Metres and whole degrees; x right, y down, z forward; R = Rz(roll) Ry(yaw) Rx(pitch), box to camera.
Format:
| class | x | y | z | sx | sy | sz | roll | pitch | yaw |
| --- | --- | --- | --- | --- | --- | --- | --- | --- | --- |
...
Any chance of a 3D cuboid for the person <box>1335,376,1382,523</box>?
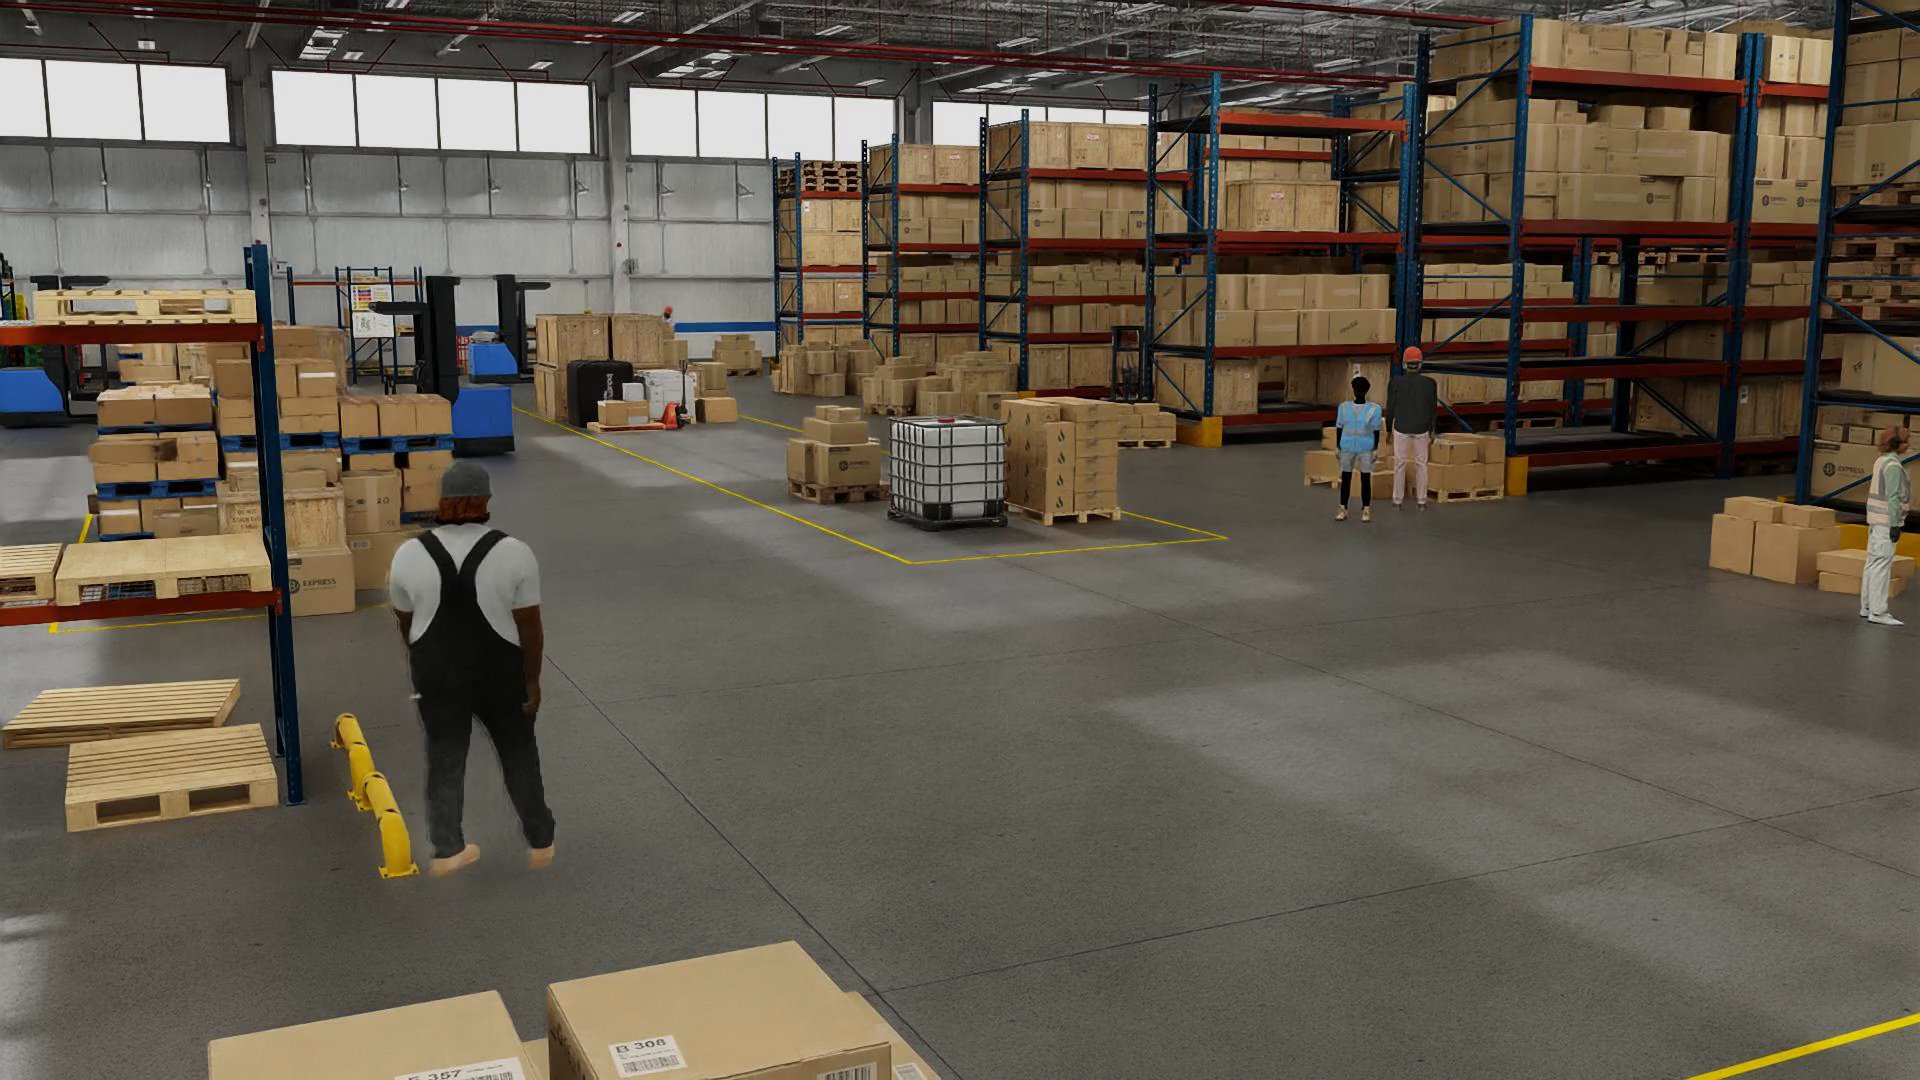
| class | x | y | z | sx | sy | sz | roll | pitch | yaw |
| --- | --- | --- | --- | --- | --- | --- | --- | --- | --- |
| person | 4.595 | -1.046 | 19.249 | 0.543 | 1.695 | 0.319 | 4 | 10 | 22 |

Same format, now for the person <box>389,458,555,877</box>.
| class | x | y | z | sx | sy | sz | roll | pitch | yaw |
| --- | --- | --- | --- | --- | --- | --- | --- | --- | --- |
| person | -2.320 | 0.605 | 7.931 | 0.697 | 2.000 | 0.537 | -1 | 9 | -6 |

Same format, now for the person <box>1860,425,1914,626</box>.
| class | x | y | z | sx | sy | sz | roll | pitch | yaw |
| --- | --- | --- | --- | --- | --- | --- | --- | --- | --- |
| person | 7.633 | -0.125 | 13.701 | 0.308 | 1.641 | 0.517 | 3 | 10 | 16 |

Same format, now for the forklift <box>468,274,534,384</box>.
| class | x | y | z | sx | sy | sz | roll | pitch | yaw |
| --- | --- | --- | --- | --- | --- | --- | --- | --- | --- |
| forklift | -11.526 | -5.356 | 42.315 | 1.873 | 2.768 | 1.129 | -4 | 10 | -25 |

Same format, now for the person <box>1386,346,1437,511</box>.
| class | x | y | z | sx | sy | sz | roll | pitch | yaw |
| --- | --- | --- | --- | --- | --- | --- | --- | --- | --- |
| person | 5.450 | -1.335 | 20.104 | 0.608 | 1.997 | 0.374 | 1 | 9 | 8 |

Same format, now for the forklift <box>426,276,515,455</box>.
| class | x | y | z | sx | sy | sz | roll | pitch | yaw |
| --- | --- | --- | --- | --- | --- | --- | --- | --- | --- |
| forklift | -8.069 | -2.737 | 26.069 | 1.873 | 2.768 | 1.129 | -4 | 10 | -25 |

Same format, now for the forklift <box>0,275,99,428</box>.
| class | x | y | z | sx | sy | sz | roll | pitch | yaw |
| --- | --- | --- | --- | --- | --- | --- | --- | --- | --- |
| forklift | -17.011 | -3.559 | 31.168 | 1.873 | 2.768 | 1.129 | -4 | 10 | -25 |

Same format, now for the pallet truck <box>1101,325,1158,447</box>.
| class | x | y | z | sx | sy | sz | roll | pitch | yaw |
| --- | --- | --- | --- | --- | --- | --- | --- | --- | --- |
| pallet truck | 2.881 | -2.596 | 27.923 | 0.823 | 1.965 | 1.885 | -1 | 9 | -7 |

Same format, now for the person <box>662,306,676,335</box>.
| class | x | y | z | sx | sy | sz | roll | pitch | yaw |
| --- | --- | --- | --- | --- | --- | --- | --- | --- | --- |
| person | -8.635 | -5.925 | 48.917 | 0.571 | 1.883 | 0.871 | 2 | 9 | 14 |
